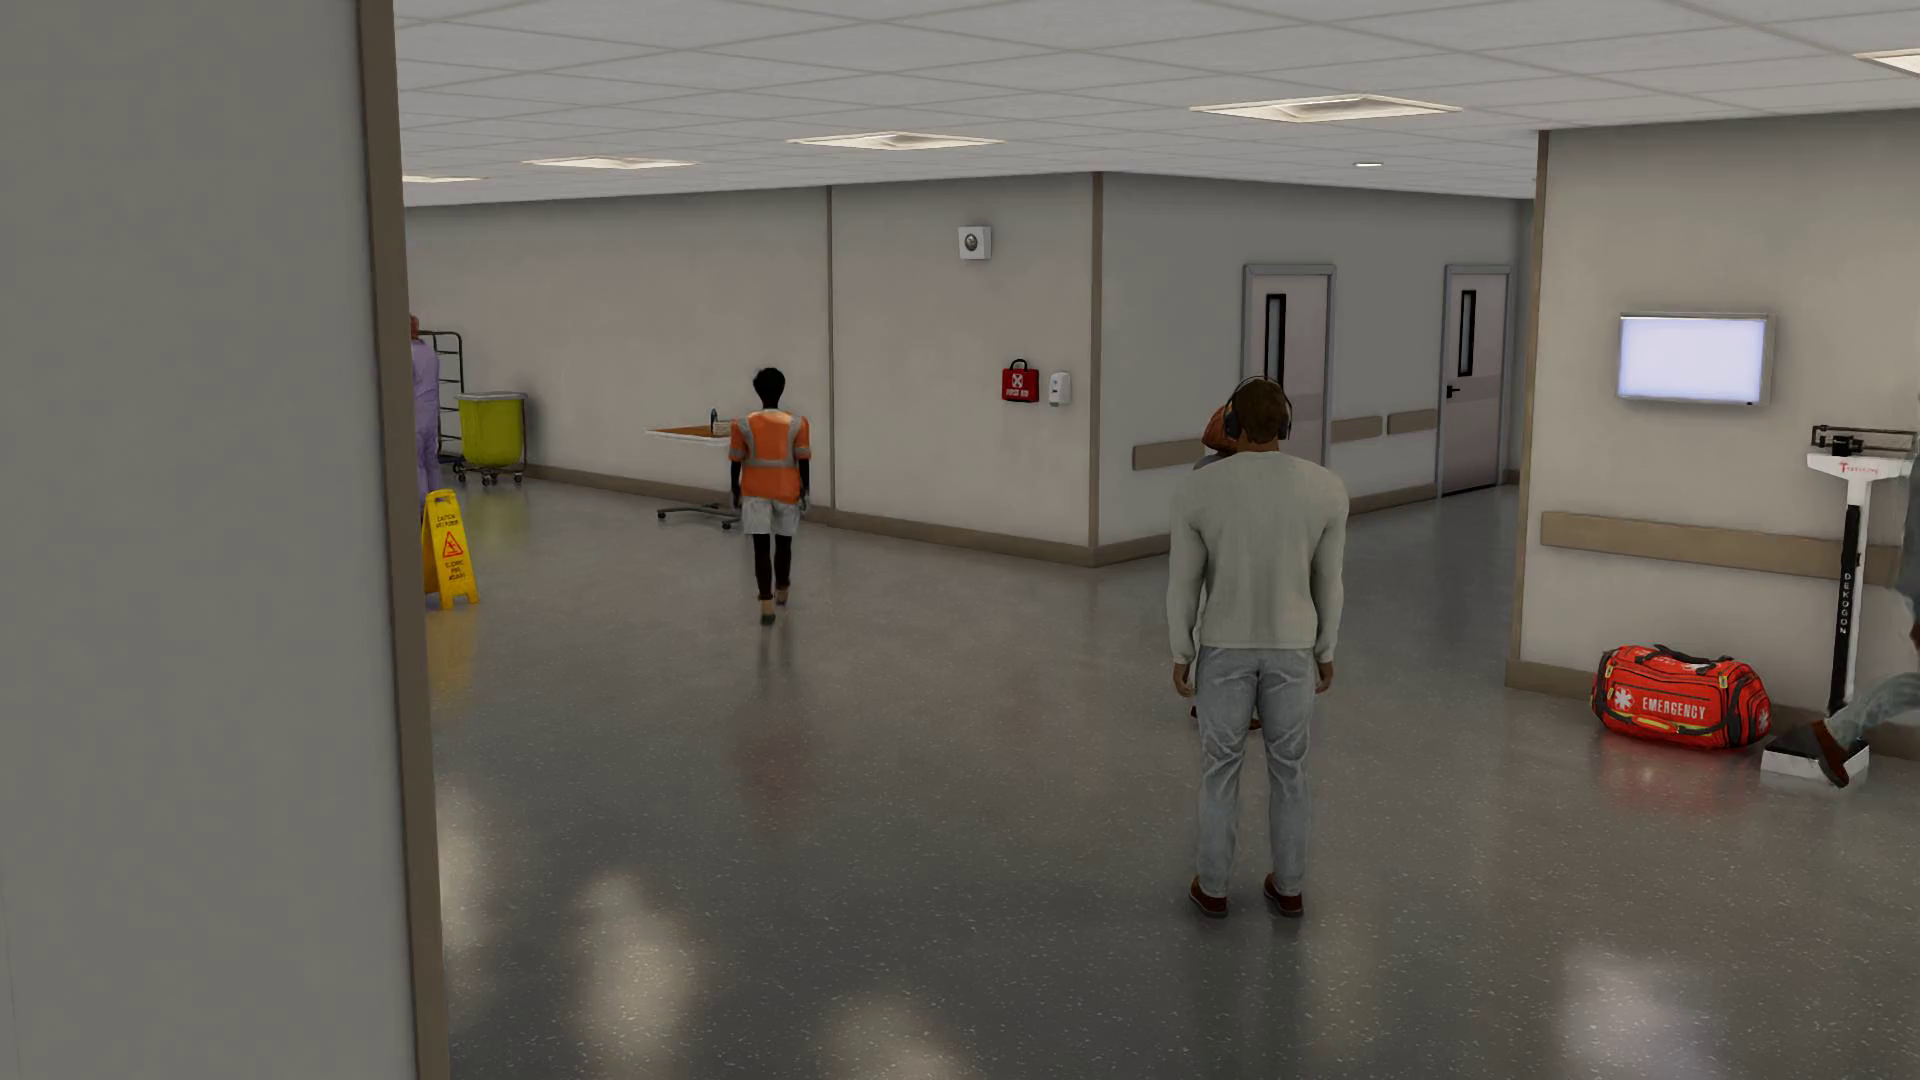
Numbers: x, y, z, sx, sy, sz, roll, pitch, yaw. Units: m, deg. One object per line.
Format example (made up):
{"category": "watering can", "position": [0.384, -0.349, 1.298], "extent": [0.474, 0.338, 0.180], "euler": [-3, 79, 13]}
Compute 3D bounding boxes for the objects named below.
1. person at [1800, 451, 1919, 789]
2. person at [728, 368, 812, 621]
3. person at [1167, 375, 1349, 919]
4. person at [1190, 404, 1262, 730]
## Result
{"category": "person", "position": [4.010, 0.227, 6.909], "extent": [0.776, 1.918, 0.631], "euler": [7, 11, 35]}
{"category": "person", "position": [-1.257, -0.315, 11.036], "extent": [0.546, 1.648, 0.896], "euler": [-1, 9, -6]}
{"category": "person", "position": [1.041, 0.389, 5.885], "extent": [0.622, 1.932, 0.368], "euler": [1, 9, 4]}
{"category": "person", "position": [1.338, 0.133, 8.338], "extent": [0.278, 1.634, 0.498], "euler": [-5, 10, -27]}
